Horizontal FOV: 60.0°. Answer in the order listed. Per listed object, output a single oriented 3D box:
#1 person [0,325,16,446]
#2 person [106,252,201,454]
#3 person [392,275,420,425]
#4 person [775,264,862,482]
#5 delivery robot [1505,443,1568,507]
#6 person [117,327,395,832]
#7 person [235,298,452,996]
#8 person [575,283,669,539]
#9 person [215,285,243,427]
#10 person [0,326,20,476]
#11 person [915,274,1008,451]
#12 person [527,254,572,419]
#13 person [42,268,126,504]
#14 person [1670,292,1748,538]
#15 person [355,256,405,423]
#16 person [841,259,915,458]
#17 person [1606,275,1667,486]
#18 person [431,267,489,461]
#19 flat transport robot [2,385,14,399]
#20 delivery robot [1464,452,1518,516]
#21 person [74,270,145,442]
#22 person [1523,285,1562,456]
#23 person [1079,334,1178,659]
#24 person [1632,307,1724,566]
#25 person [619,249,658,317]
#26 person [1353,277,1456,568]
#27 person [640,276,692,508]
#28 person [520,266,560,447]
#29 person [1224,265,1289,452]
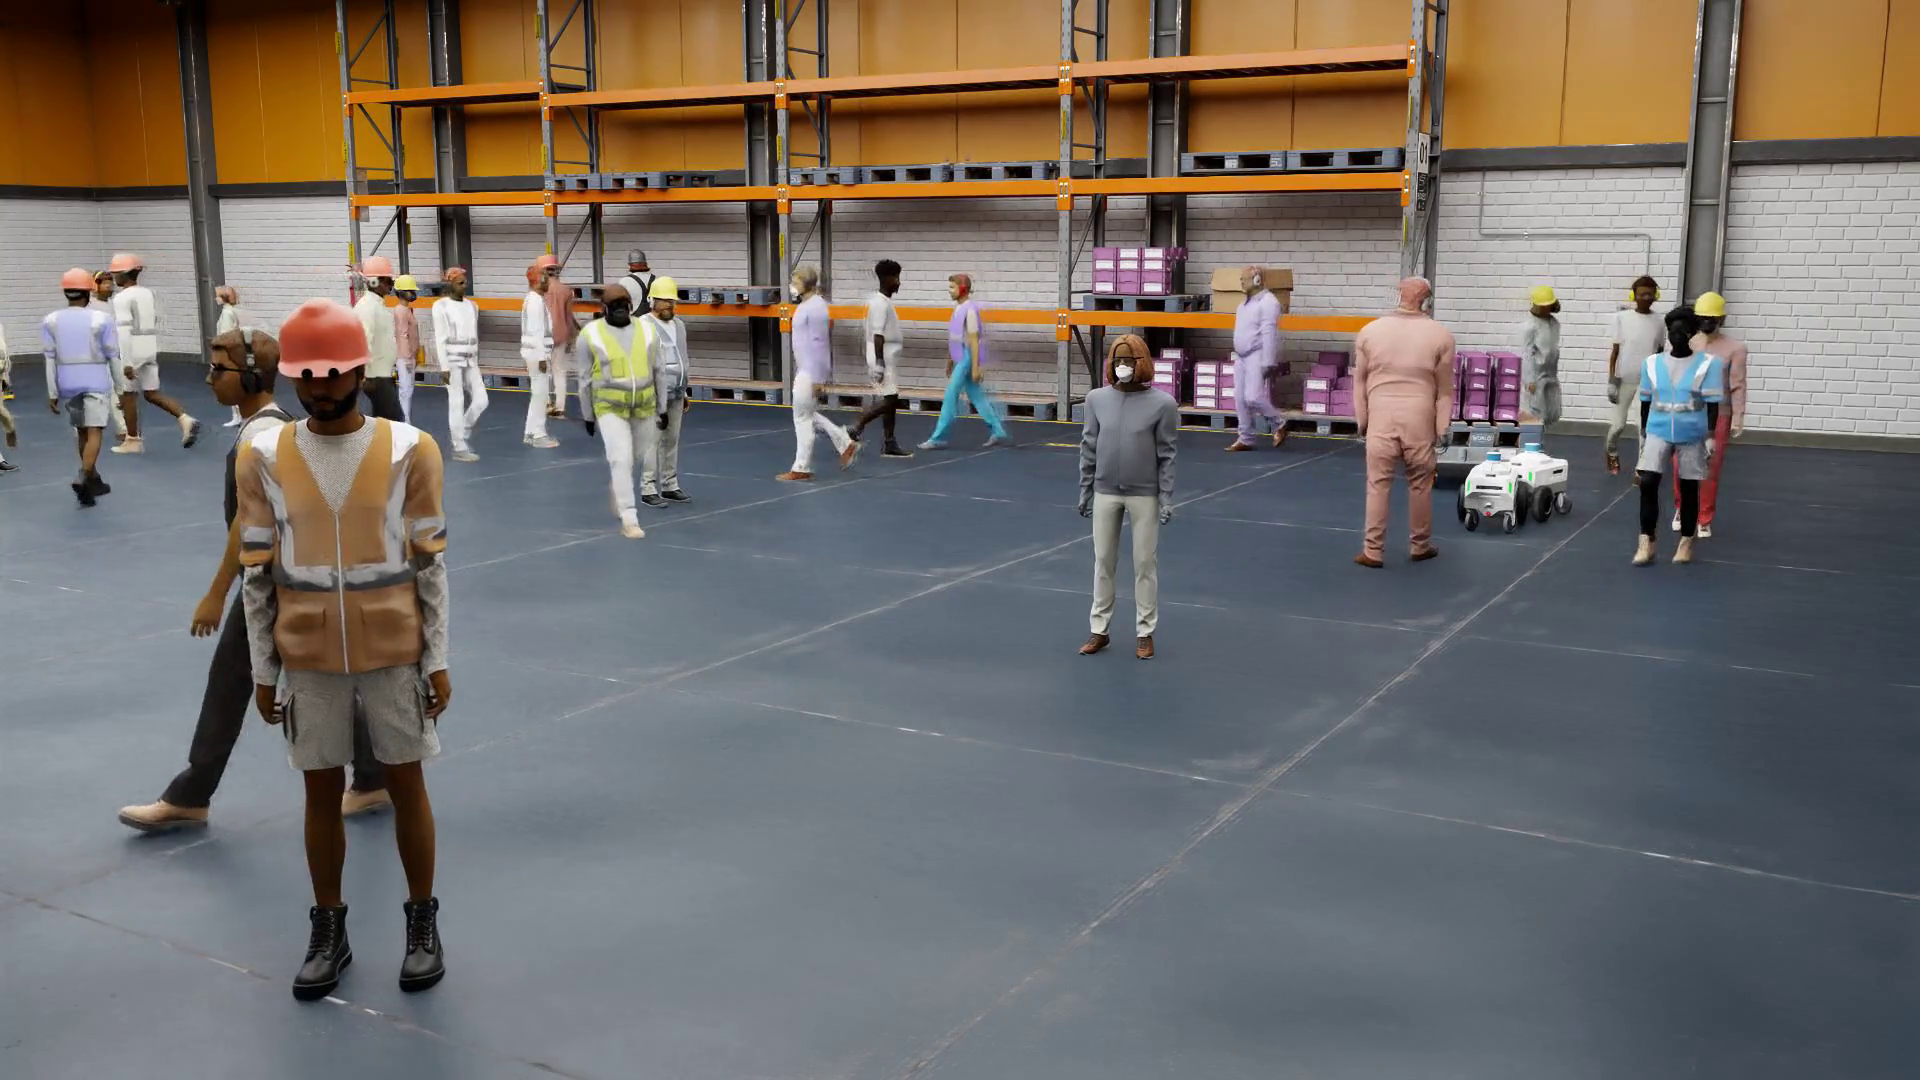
[{"bbox_3d":[-9.632,-1.622,16.424,0.503,1.610,0.617,-1,10,-8],"label":"person"},{"bbox_3d":[-8.077,-1.840,16.513,0.829,2.018,0.613,2,10,8],"label":"person"},{"bbox_3d":[-5.846,-1.919,17.640,0.311,1.769,0.525,-3,10,-15],"label":"person"},{"bbox_3d":[-1.255,-1.457,14.615,0.708,1.919,0.632,-3,10,-15],"label":"person"},{"bbox_3d":[4.379,-0.501,12.769,0.477,0.478,0.707,9,13,41],"label":"delivery robot"},{"bbox_3d":[-2.509,0.154,5.849,0.945,1.790,0.510,-5,11,-25],"label":"person"},{"bbox_3d":[-1.676,0.310,4.566,0.543,1.929,0.382,-2,10,-13],"label":"person"},{"bbox_3d":[-2.452,-0.948,12.019,0.632,1.813,0.788,-6,12,-31],"label":"person"},{"bbox_3d":[-8.334,-2.088,18.981,0.371,1.624,0.541,-3,10,-15],"label":"person"},{"bbox_3d":[-8.818,-1.496,15.043,0.403,1.837,0.589,-1,10,-3],"label":"person"},{"bbox_3d":[0.052,-1.806,16.931,0.983,1.799,0.588,-2,10,-10],"label":"person"},{"bbox_3d":[-4.953,-2.439,19.983,0.527,1.971,0.646,10,14,43],"label":"person"},{"bbox_3d":[-7.115,-1.248,13.475,0.556,1.904,0.931,-2,10,-10],"label":"person"},{"bbox_3d":[5.285,-0.876,11.796,0.526,1.749,0.372,4,11,23],"label":"person"},{"bbox_3d":[-4.921,-1.413,14.154,0.434,1.980,0.646,-2,10,-9],"label":"person"},{"bbox_3d":[-0.784,-1.753,16.173,0.613,1.949,0.618,0,10,1],"label":"person"},{"bbox_3d":[5.875,-1.394,14.508,0.499,1.835,0.852,2,10,11],"label":"person"},{"bbox_3d":[-4.787,-1.678,15.974,0.408,1.867,0.584,6,12,32],"label":"person"},{"bbox_3d":[-13.253,-2.039,22.547,0.652,0.197,1.431,-6,12,-32],"label":"flat transport robot"},{"bbox_3d":[3.906,-0.402,12.210,0.477,0.478,0.707,4,11,20],"label":"delivery robot"},{"bbox_3d":[-9.128,-1.945,17.654,0.920,1.826,0.531,2,10,14],"label":"person"},{"bbox_3d":[5.384,-1.523,15.546,0.487,1.713,0.467,-6,12,-31],"label":"person"},{"bbox_3d":[0.837,-0.216,8.368,0.498,1.634,0.279,4,11,20],"label":"person"},{"bbox_3d":[4.596,-0.647,10.698,0.548,1.676,0.661,7,12,36],"label":"person"},{"bbox_3d":[-4.231,-2.806,21.881,0.689,2.000,0.537,-9,13,-40],"label":"person"},{"bbox_3d":[2.875,-0.758,10.816,0.658,1.871,0.667,4,11,21],"label":"person"},{"bbox_3d":[-2.360,-1.178,13.261,0.403,1.828,0.595,6,12,30],"label":"person"},{"bbox_3d":[-4.375,-1.880,17.188,0.403,1.858,0.625,-2,10,-11],"label":"person"},{"bbox_3d":[2.980,-1.813,16.696,0.533,1.884,0.655,-4,11,-21],"label":"person"}]
